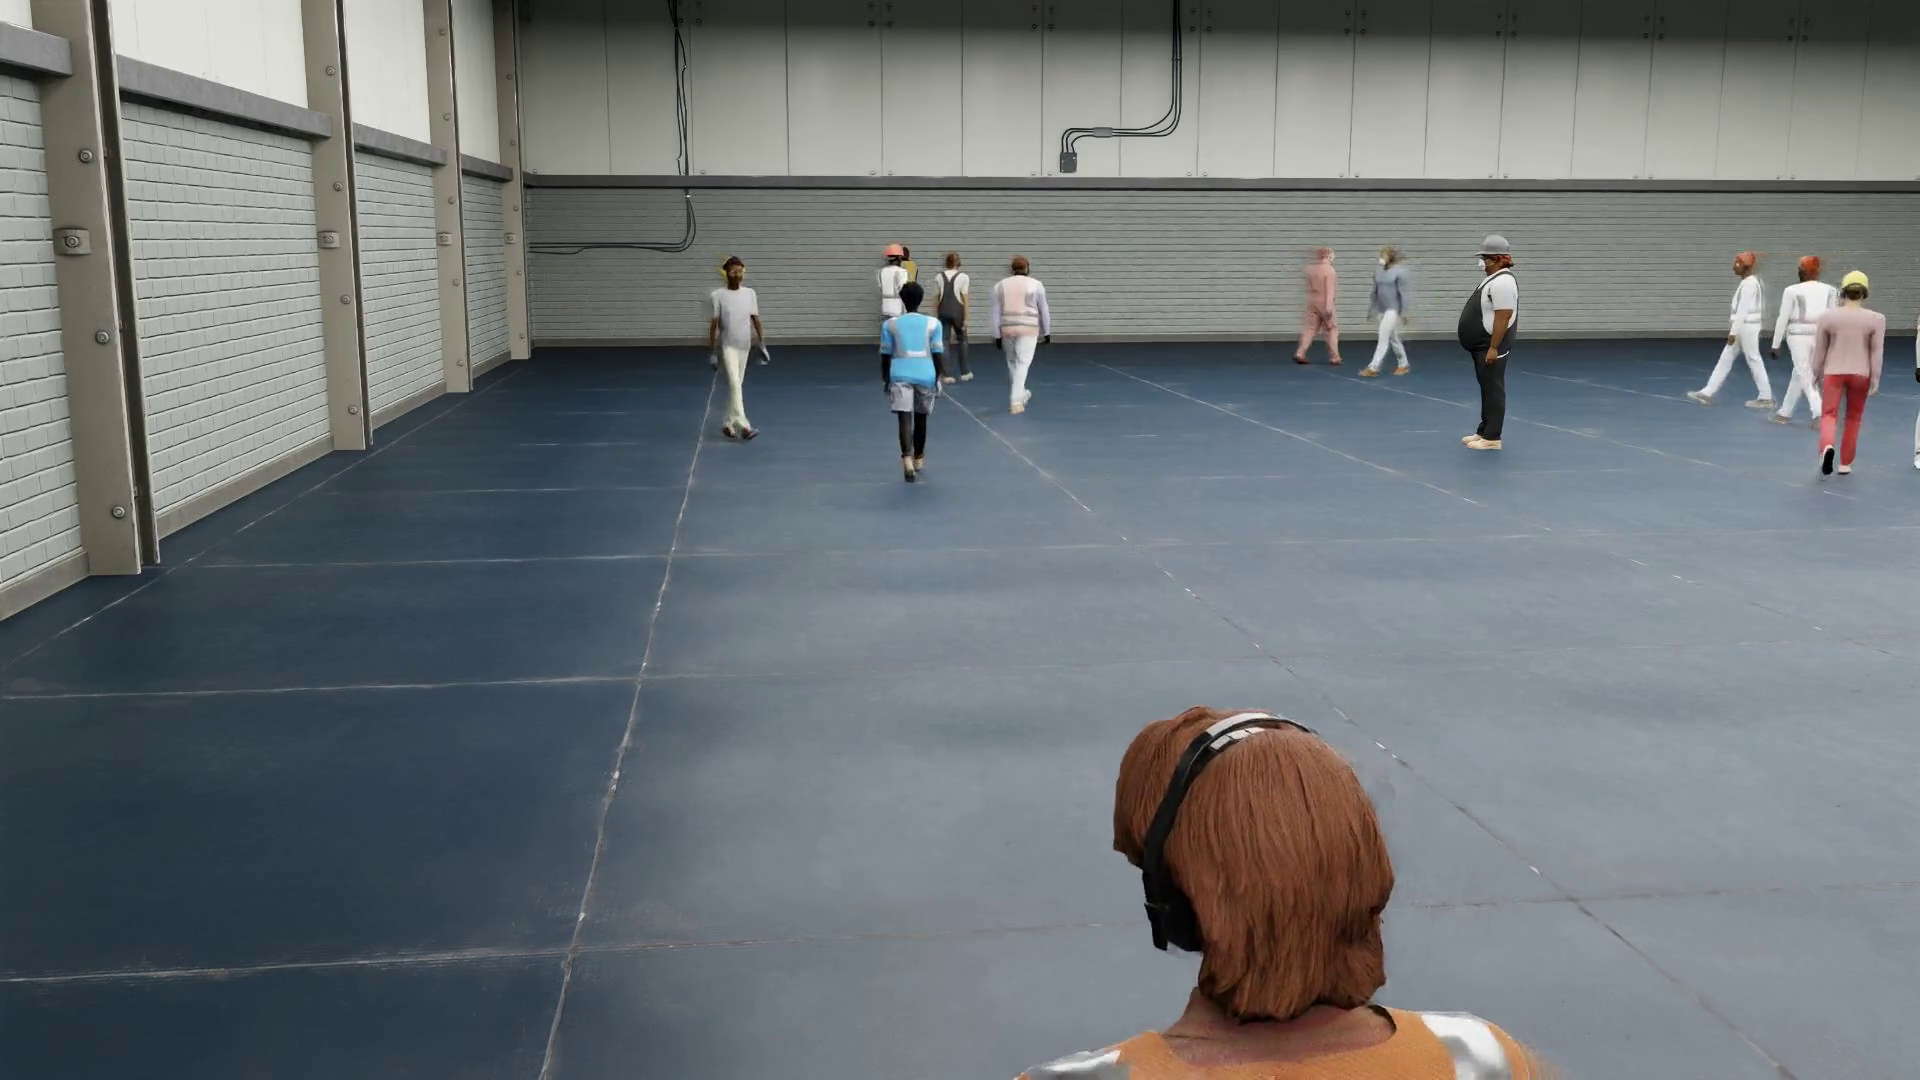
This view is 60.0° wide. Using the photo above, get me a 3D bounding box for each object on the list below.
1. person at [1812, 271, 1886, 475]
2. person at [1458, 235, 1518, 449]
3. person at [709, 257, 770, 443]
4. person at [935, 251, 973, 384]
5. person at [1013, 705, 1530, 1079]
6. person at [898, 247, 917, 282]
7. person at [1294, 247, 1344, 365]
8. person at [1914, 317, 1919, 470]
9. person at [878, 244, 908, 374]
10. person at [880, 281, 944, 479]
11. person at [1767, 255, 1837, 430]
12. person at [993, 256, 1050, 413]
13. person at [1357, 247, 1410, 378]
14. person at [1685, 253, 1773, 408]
[{"bbox_3d":[7.461,-1.391,14.000,0.533,1.739,0.655,6,12,28],"label":"person"},{"bbox_3d":[5.046,-1.892,15.946,0.537,2.000,0.682,2,11,11],"label":"person"},{"bbox_3d":[-2.183,-1.884,16.515,0.515,1.822,0.969,-8,13,-36],"label":"person"},{"bbox_3d":[-0.063,-3.104,23.207,0.508,1.809,0.837,3,11,18],"label":"person"},{"bbox_3d":[0.247,0.946,1.520,0.534,1.636,0.376,-2,11,-11],"label":"person"},{"bbox_3d":[-1.042,-4.441,30.462,0.429,1.842,0.634,6,12,31],"label":"person"},{"bbox_3d":[5.706,-3.684,26.316,0.886,1.891,0.653,-4,11,-22],"label":"person"},{"bbox_3d":[8.606,-1.557,14.420,0.595,1.925,0.374,0,10,2],"label":"person"},{"bbox_3d":[-0.904,-3.265,23.798,0.580,1.921,0.449,9,14,40],"label":"person"},{"bbox_3d":[-0.404,-1.350,14.034,0.538,1.658,0.860,-1,10,-4],"label":"person"},{"bbox_3d":[8.959,-2.087,17.612,0.587,1.834,1.028,-2,10,-9],"label":"person"},{"bbox_3d":[0.738,-2.398,19.410,0.618,1.784,0.968,4,11,22],"label":"person"},{"bbox_3d":[6.221,-3.305,24.140,1.033,1.890,0.653,-5,11,-25],"label":"person"},{"bbox_3d":[9.257,-2.488,19.787,0.971,1.829,0.603,4,11,20],"label":"person"}]
